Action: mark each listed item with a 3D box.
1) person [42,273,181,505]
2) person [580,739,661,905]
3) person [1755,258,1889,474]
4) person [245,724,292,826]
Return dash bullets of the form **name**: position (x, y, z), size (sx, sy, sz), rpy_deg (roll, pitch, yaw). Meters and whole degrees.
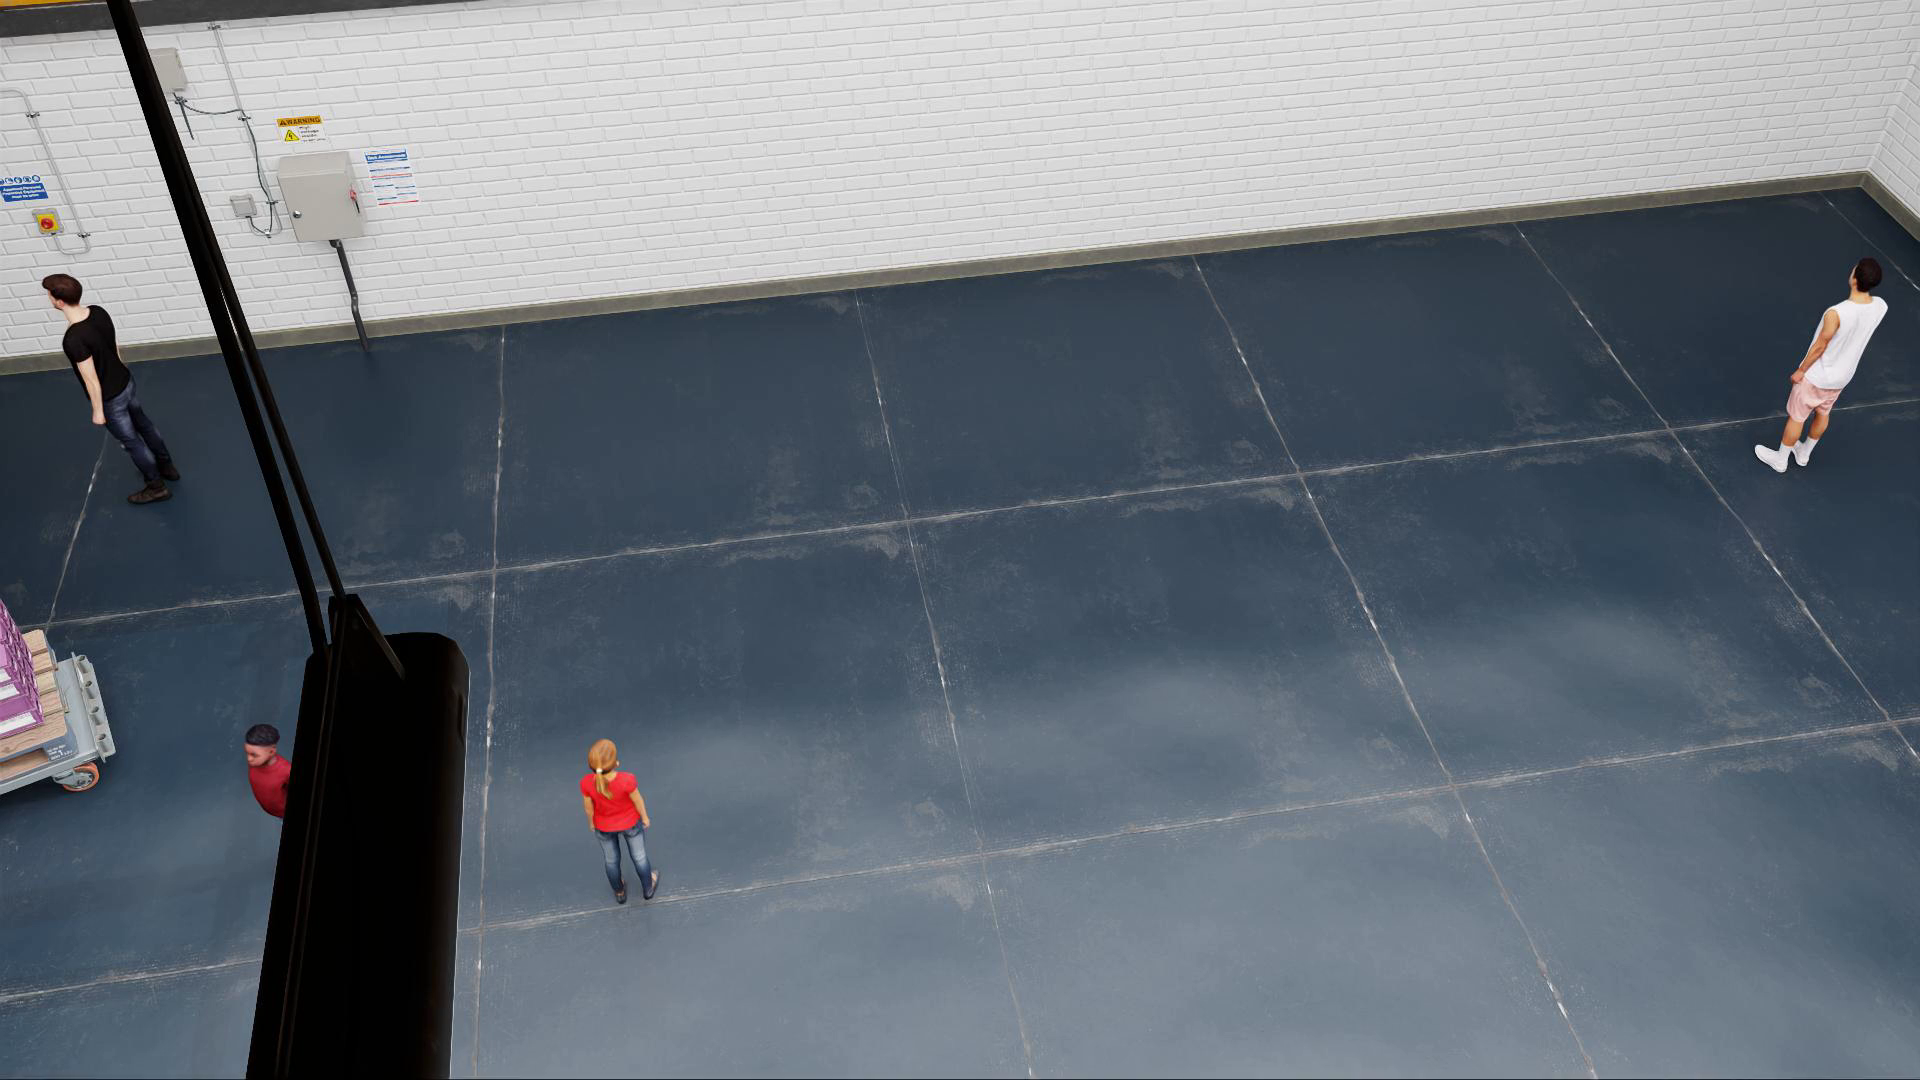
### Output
- **person**: position (-5.992, -1.065, 11.754), size (0.781, 1.895, 0.546), rpy_deg (0, 44, 0)
- **person**: position (-1.936, 1.613, 9.404), size (0.497, 1.260, 0.489), rpy_deg (-4, 44, -4)
- **person**: position (6.273, -1.239, 12.014), size (0.656, 1.789, 0.600), rpy_deg (-12, 45, -12)
- **person**: position (-3.843, 1.491, 9.535), size (0.579, 1.254, 0.619), rpy_deg (17, 46, 17)
